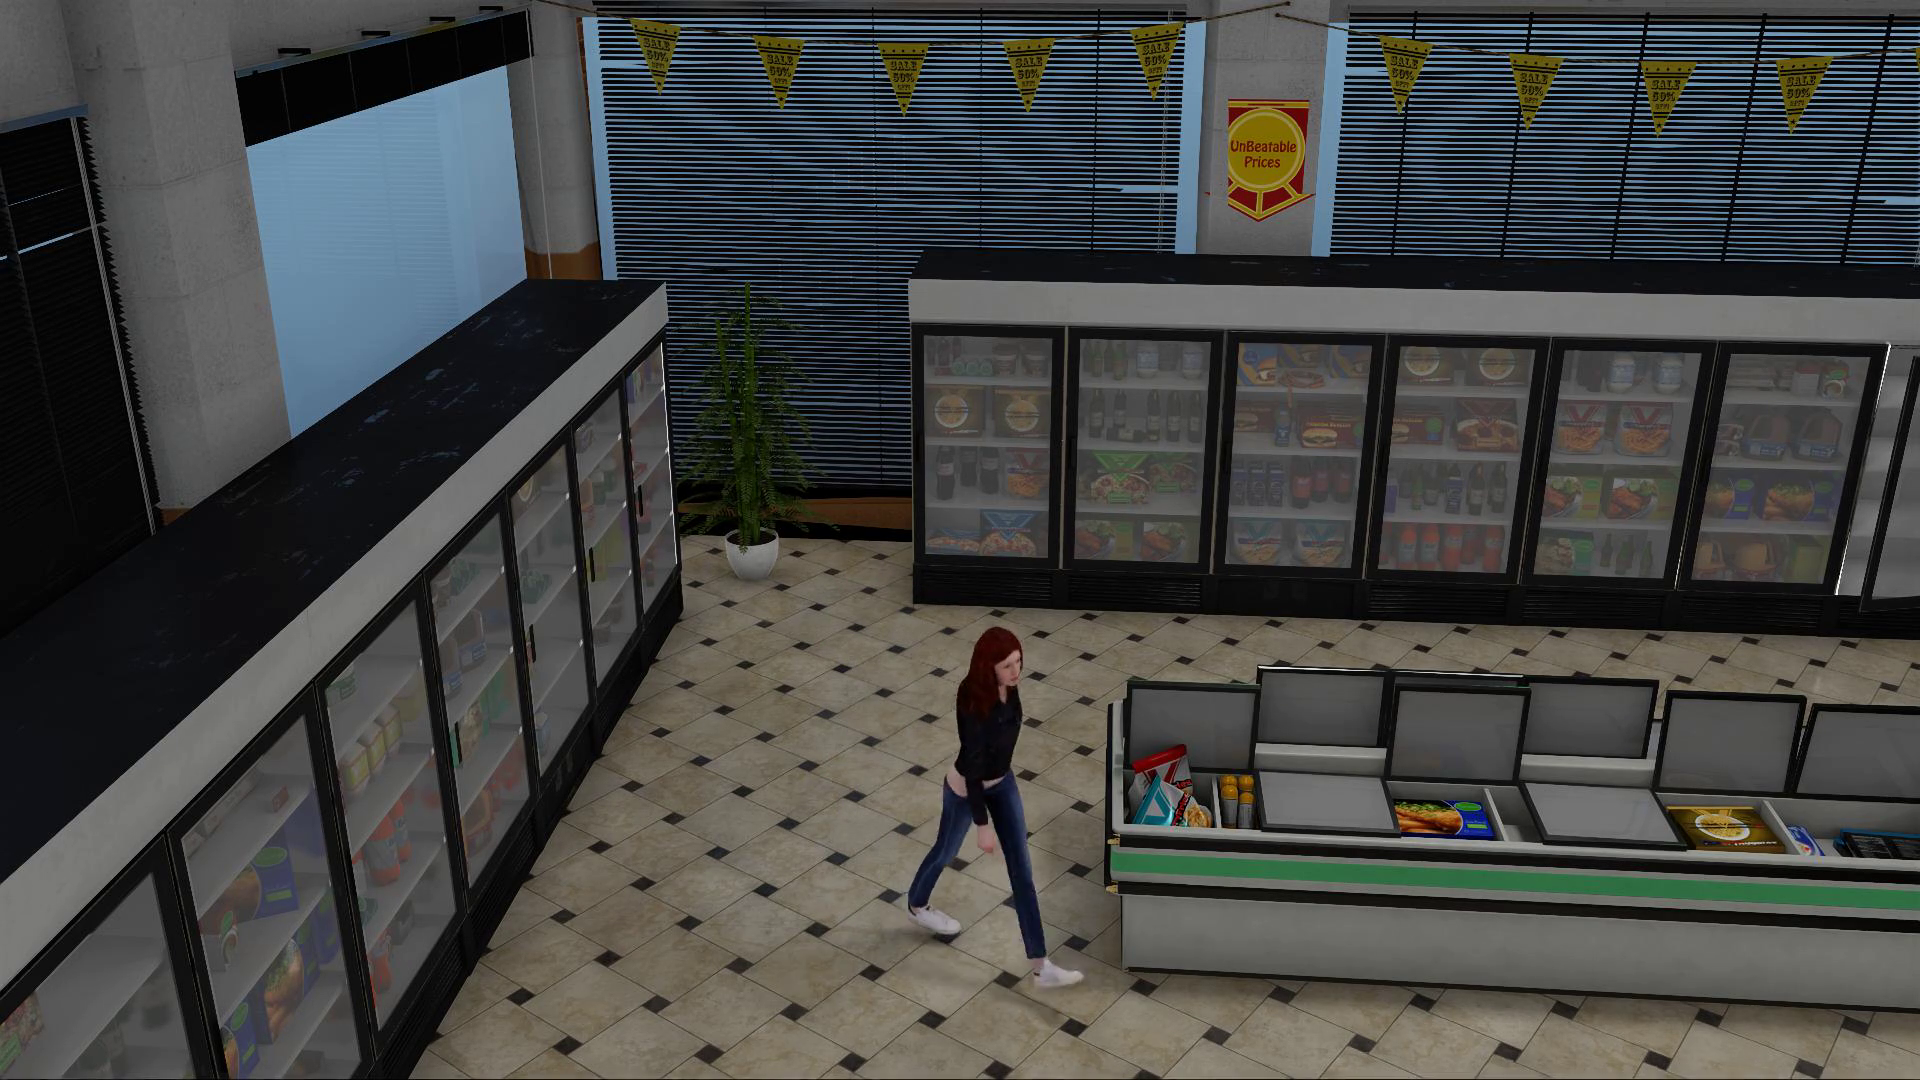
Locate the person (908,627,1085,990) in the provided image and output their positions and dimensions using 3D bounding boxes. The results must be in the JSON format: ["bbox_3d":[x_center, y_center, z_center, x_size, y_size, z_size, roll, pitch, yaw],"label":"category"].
[{"bbox_3d":[0.031,1.174,7.474,1.294,1.705,1.070,14,26,32],"label":"person"}]
